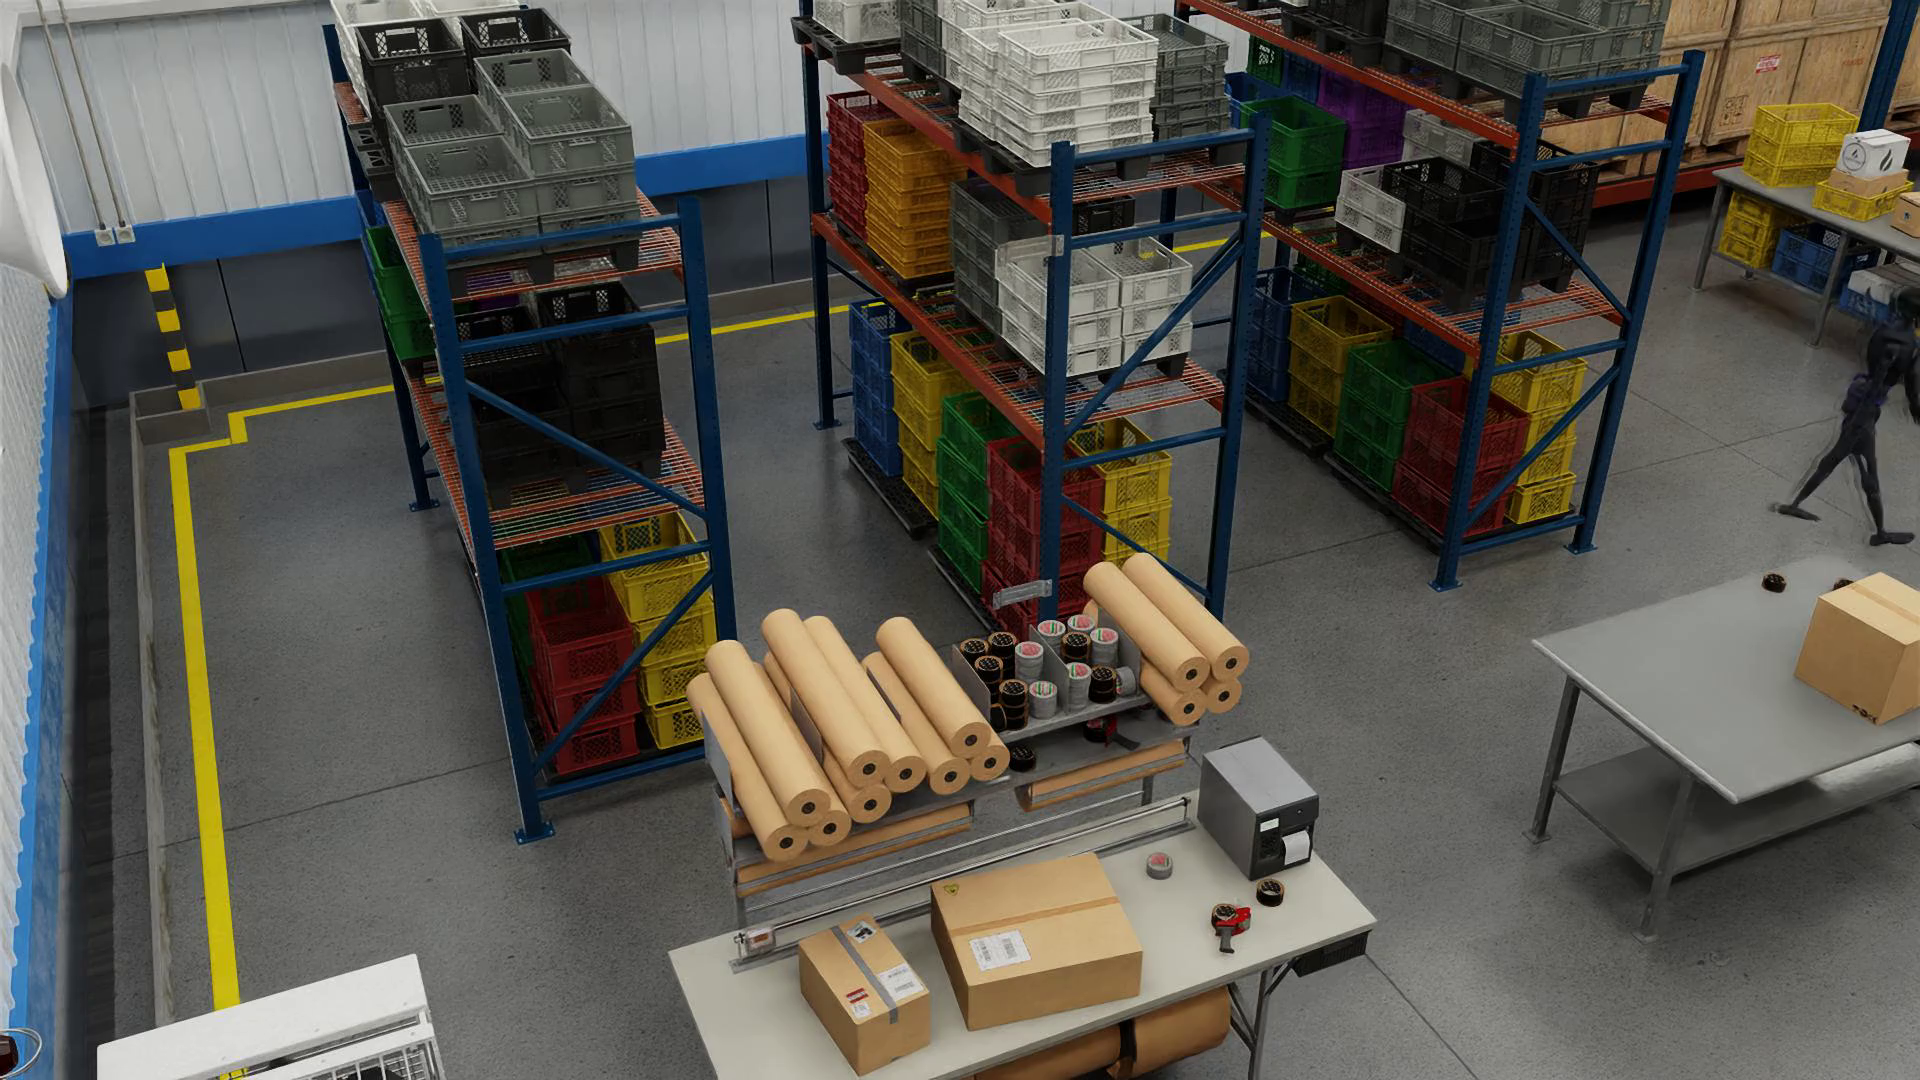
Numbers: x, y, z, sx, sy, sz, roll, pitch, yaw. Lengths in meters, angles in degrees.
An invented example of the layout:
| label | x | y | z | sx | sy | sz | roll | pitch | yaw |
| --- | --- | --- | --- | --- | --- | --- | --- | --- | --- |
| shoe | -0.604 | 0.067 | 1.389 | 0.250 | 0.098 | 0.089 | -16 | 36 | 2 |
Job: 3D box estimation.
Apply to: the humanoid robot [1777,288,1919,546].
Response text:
| label | x | y | z | sx | sy | sz | roll | pitch | yaw |
| --- | --- | --- | --- | --- | --- | --- | --- | --- | --- |
| humanoid robot | 5.451 | -0.746 | 9.888 | 0.796 | 1.614 | 0.548 | 18 | 36 | 27 |
